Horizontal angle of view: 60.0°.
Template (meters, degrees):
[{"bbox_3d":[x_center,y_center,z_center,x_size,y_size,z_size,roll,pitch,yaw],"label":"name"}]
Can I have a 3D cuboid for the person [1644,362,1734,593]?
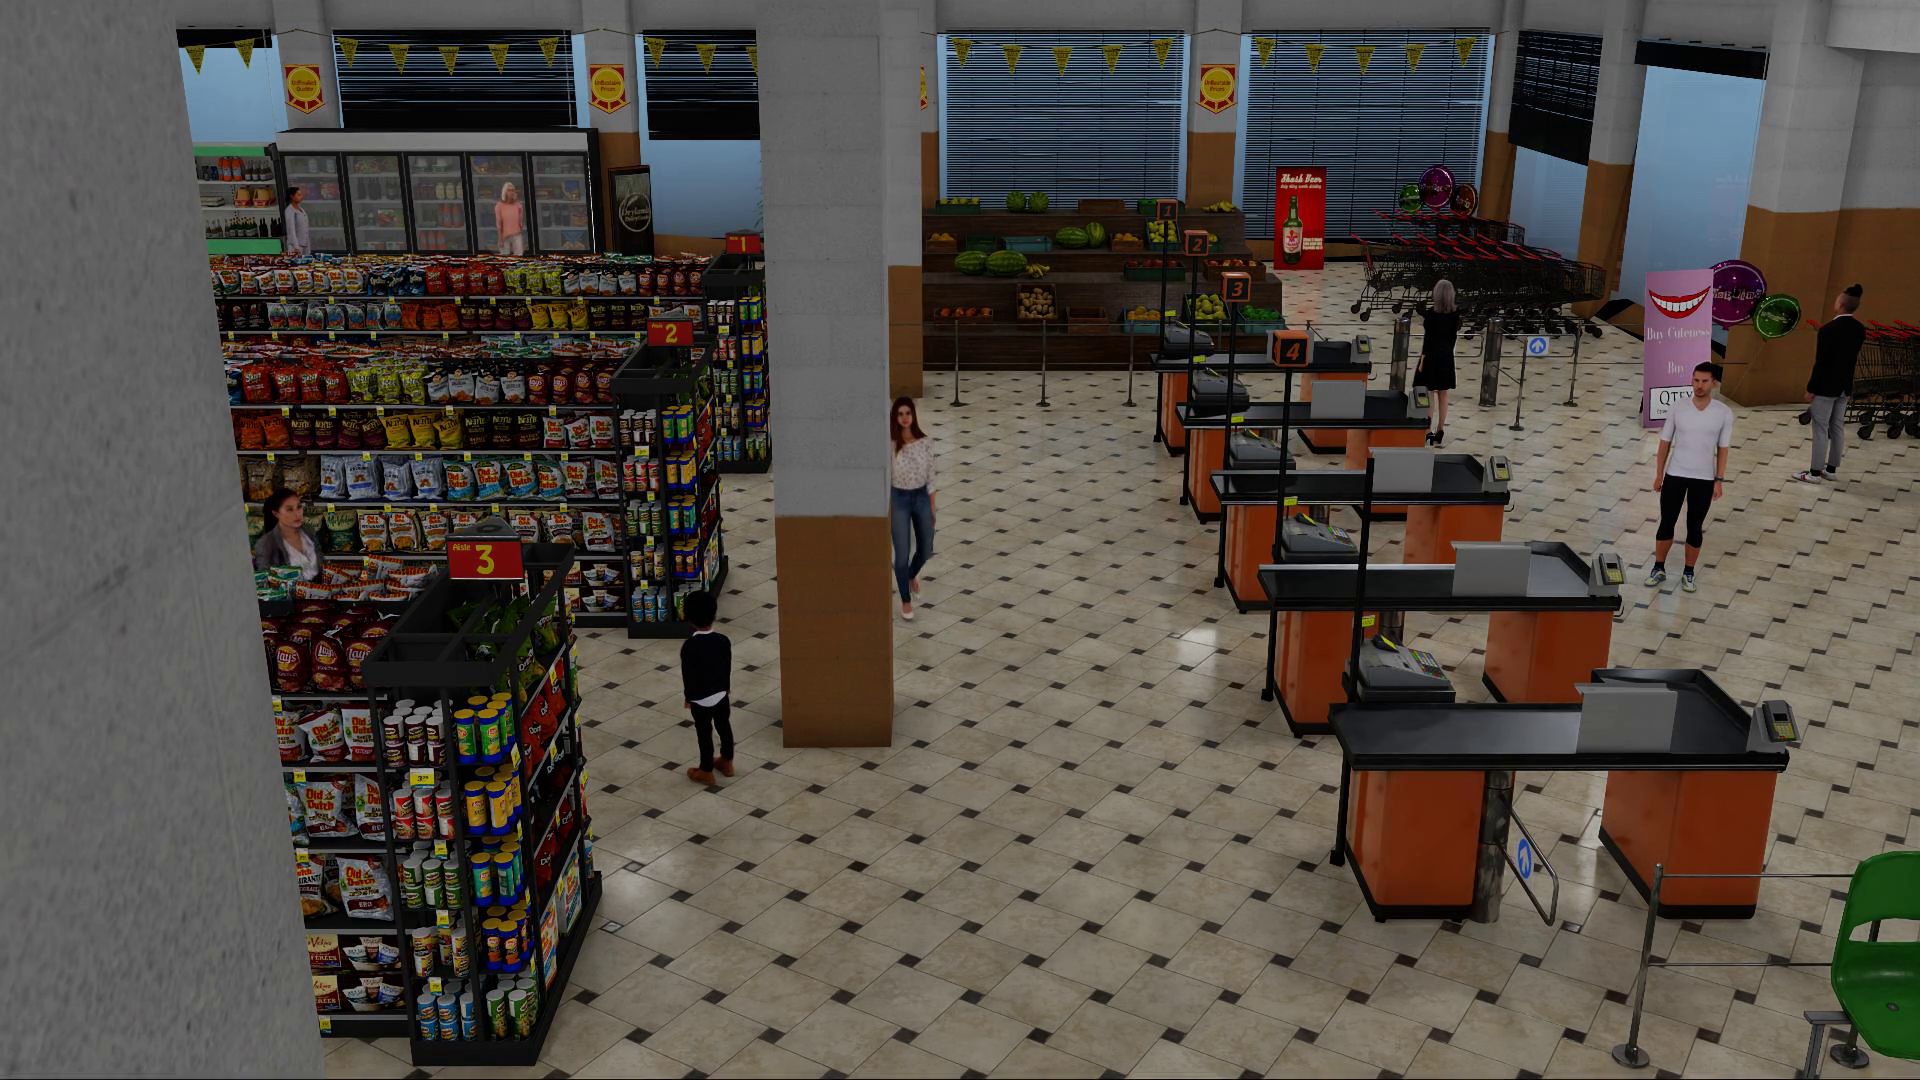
[{"bbox_3d":[5.832,-0.517,13.280,0.677,1.851,0.808,10,21,26],"label":"person"}]

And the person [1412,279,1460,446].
[{"bbox_3d":[5.002,-1.870,17.457,0.631,1.746,0.748,-8,20,-22],"label":"person"}]

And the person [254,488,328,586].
[{"bbox_3d":[-4.324,0.456,10.690,0.721,1.662,0.703,8,20,22],"label":"person"}]

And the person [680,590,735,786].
[{"bbox_3d":[-1.524,0.889,10.095,0.573,1.223,0.638,-17,25,-41],"label":"person"}]

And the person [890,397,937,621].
[{"bbox_3d":[-0.405,-0.272,12.759,0.717,1.720,0.728,-4,19,-12],"label":"person"}]

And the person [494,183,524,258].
[{"bbox_3d":[-7.033,-4.681,25.889,1.155,1.685,1.035,-10,21,-27],"label":"person"}]

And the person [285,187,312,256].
[{"bbox_3d":[-10.041,-4.483,25.227,0.555,1.733,0.640,2,19,4],"label":"person"}]

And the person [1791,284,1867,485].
[{"bbox_3d":[8.455,-1.516,16.090,0.693,1.950,0.847,-8,20,-22],"label":"person"}]
